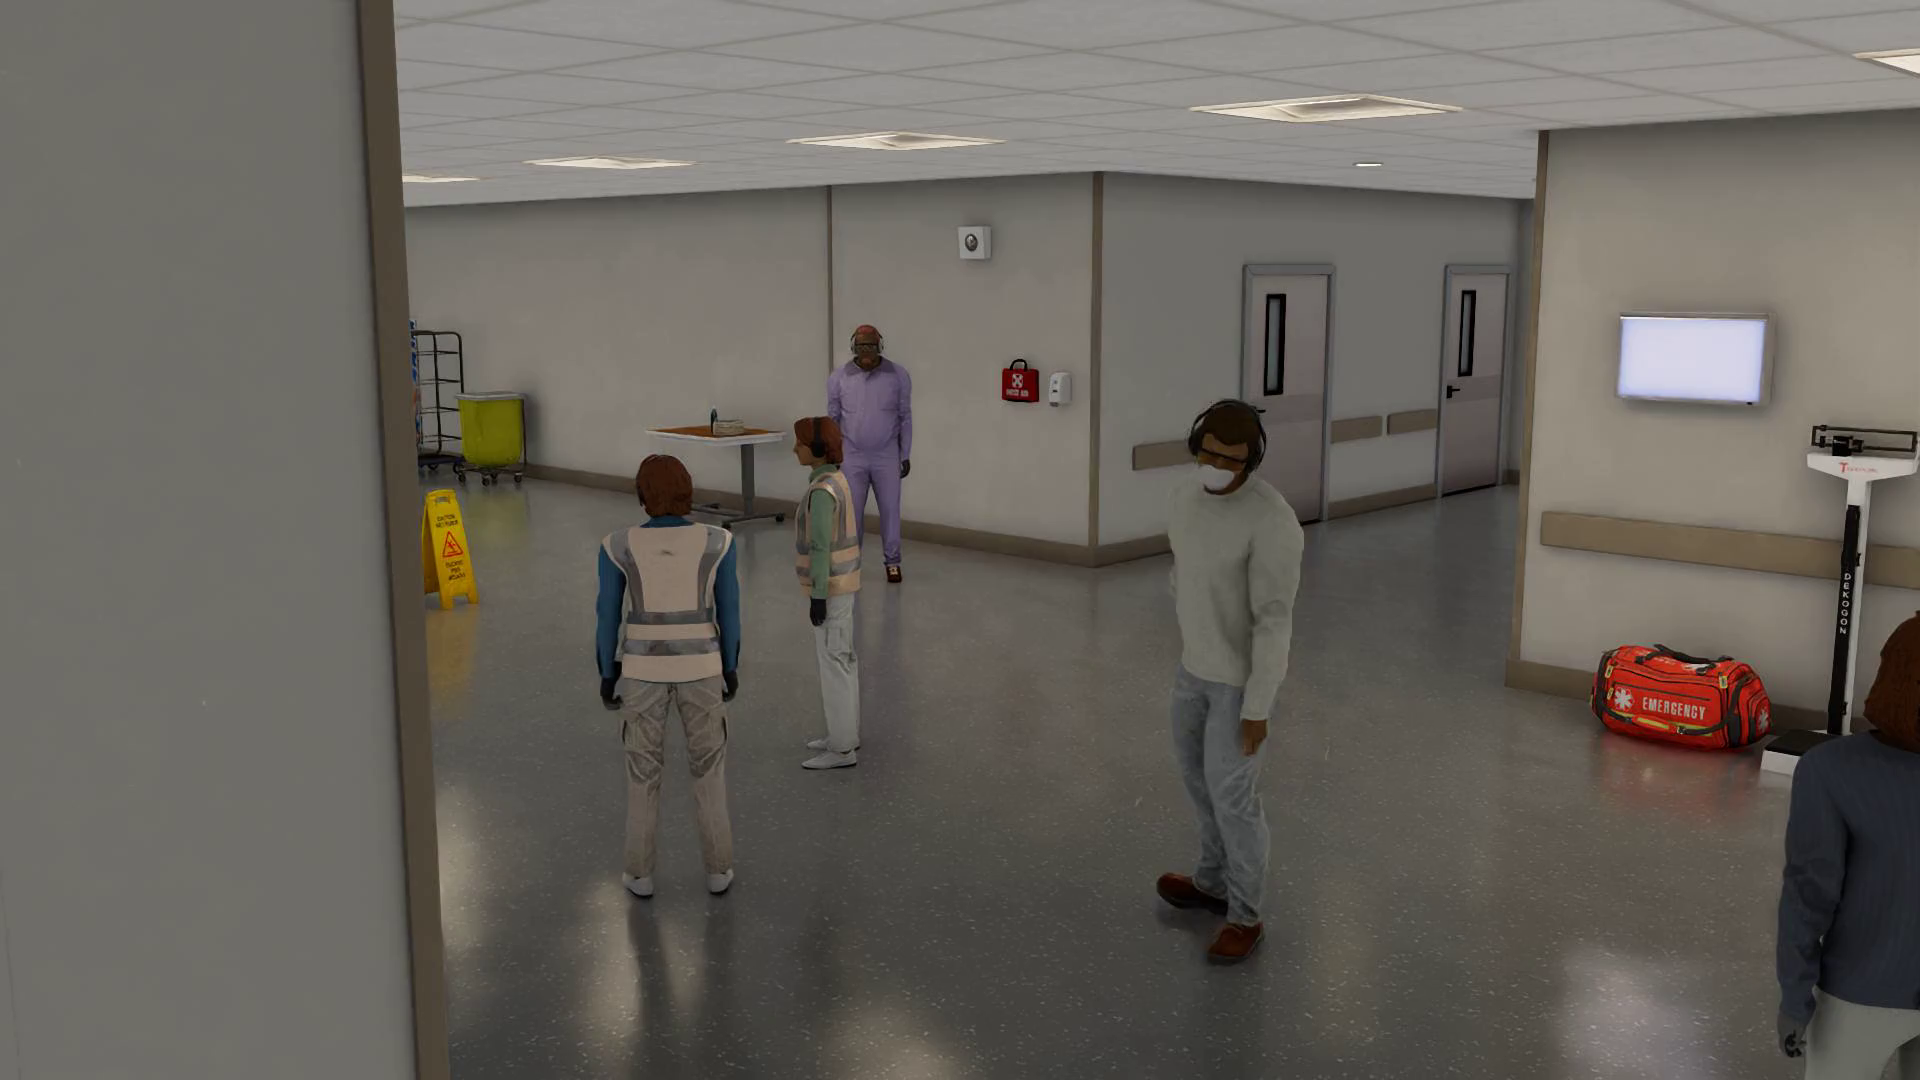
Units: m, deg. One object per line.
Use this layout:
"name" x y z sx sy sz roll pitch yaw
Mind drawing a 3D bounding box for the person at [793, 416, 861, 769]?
"person" -0.614 0.238 7.715 0.318 1.630 0.514 0 9 0

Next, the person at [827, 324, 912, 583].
"person" -0.663 -0.625 12.196 0.632 1.899 0.404 0 9 -1

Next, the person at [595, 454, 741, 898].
"person" -1.069 0.502 6.117 0.529 1.628 0.321 -2 9 -9

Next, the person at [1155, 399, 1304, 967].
"person" 0.883 0.459 5.558 0.468 1.894 0.765 -4 10 -23

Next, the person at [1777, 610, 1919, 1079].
"person" 1.916 0.943 3.375 0.508 1.632 0.271 1 9 5
